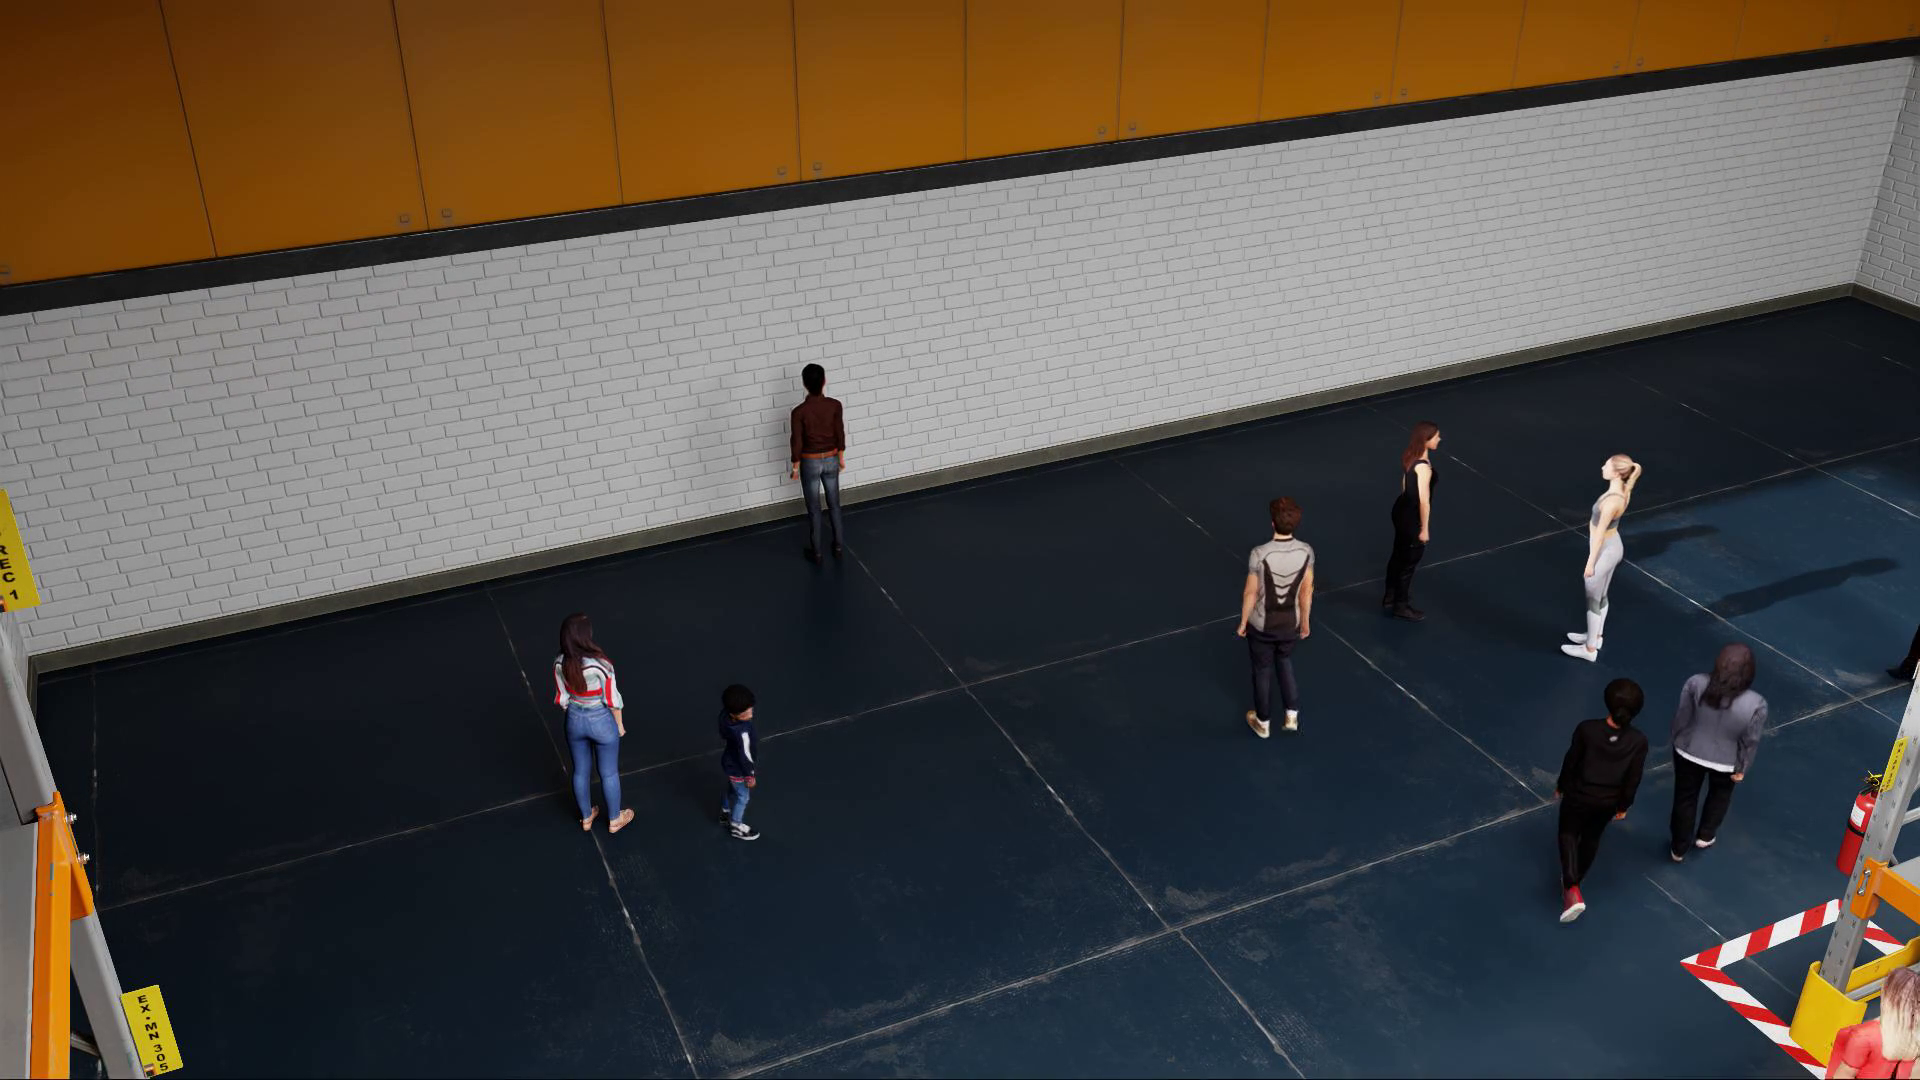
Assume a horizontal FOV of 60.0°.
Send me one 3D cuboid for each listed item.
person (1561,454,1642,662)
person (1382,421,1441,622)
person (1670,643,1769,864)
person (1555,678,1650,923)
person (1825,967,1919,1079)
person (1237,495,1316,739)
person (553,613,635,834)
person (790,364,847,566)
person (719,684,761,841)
[{"bbox_3d":[4.916,0.118,12.678,0.655,1.702,0.632,20,34,32],"label":"person"},{"bbox_3d":[3.587,-0.165,13.215,0.727,1.686,0.616,-1,29,-2],"label":"person"},{"bbox_3d":[4.723,1.377,10.492,0.785,1.584,0.862,14,31,24],"label":"person"},{"bbox_3d":[3.823,1.595,10.014,0.903,1.660,0.996,7,29,12],"label":"person"},{"bbox_3d":[4.297,2.766,7.847,0.660,1.679,0.669,-8,30,-14],"label":"person"},{"bbox_3d":[2.229,0.608,11.591,0.728,1.884,0.818,-6,29,-11],"label":"person"},{"bbox_3d":[-2.406,1.187,10.812,0.666,1.611,0.692,6,29,10],"label":"person"},{"bbox_3d":[-1.173,-0.636,13.983,0.643,1.777,0.504,-13,31,-23],"label":"person"},{"bbox_3d":[-1.474,1.420,10.820,0.720,1.196,0.466,-15,32,-25],"label":"person"}]
